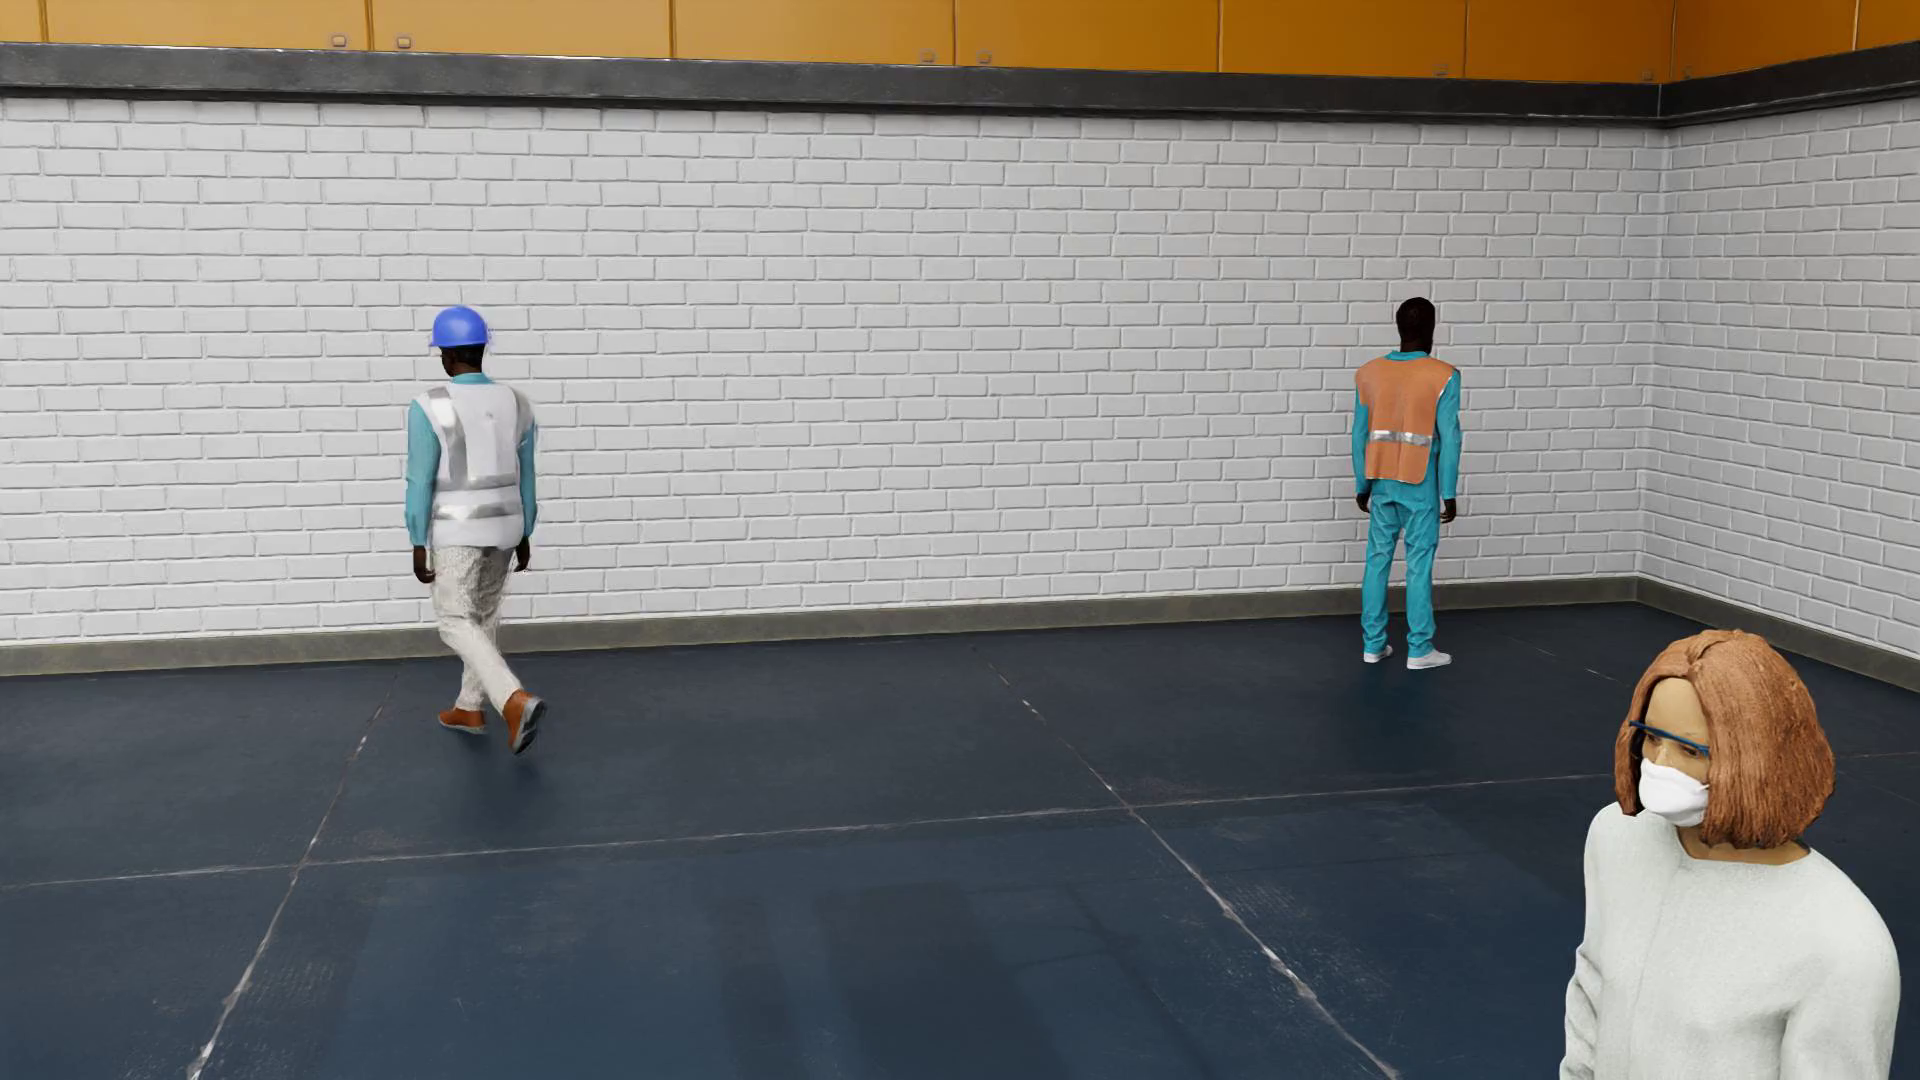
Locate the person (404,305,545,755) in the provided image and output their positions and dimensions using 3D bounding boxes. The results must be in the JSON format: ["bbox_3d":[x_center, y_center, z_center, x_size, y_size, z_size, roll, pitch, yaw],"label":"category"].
[{"bbox_3d":[-2.055,-0.040,7.114,0.885,1.921,0.621,7,12,38],"label":"person"}]

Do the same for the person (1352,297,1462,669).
[{"bbox_3d":[2.300,-0.290,8.624,0.590,1.916,0.393,9,13,43],"label":"person"}]

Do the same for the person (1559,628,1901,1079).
[{"bbox_3d":[0.970,0.911,2.189,0.289,1.629,0.501,-3,10,-18],"label":"person"}]
